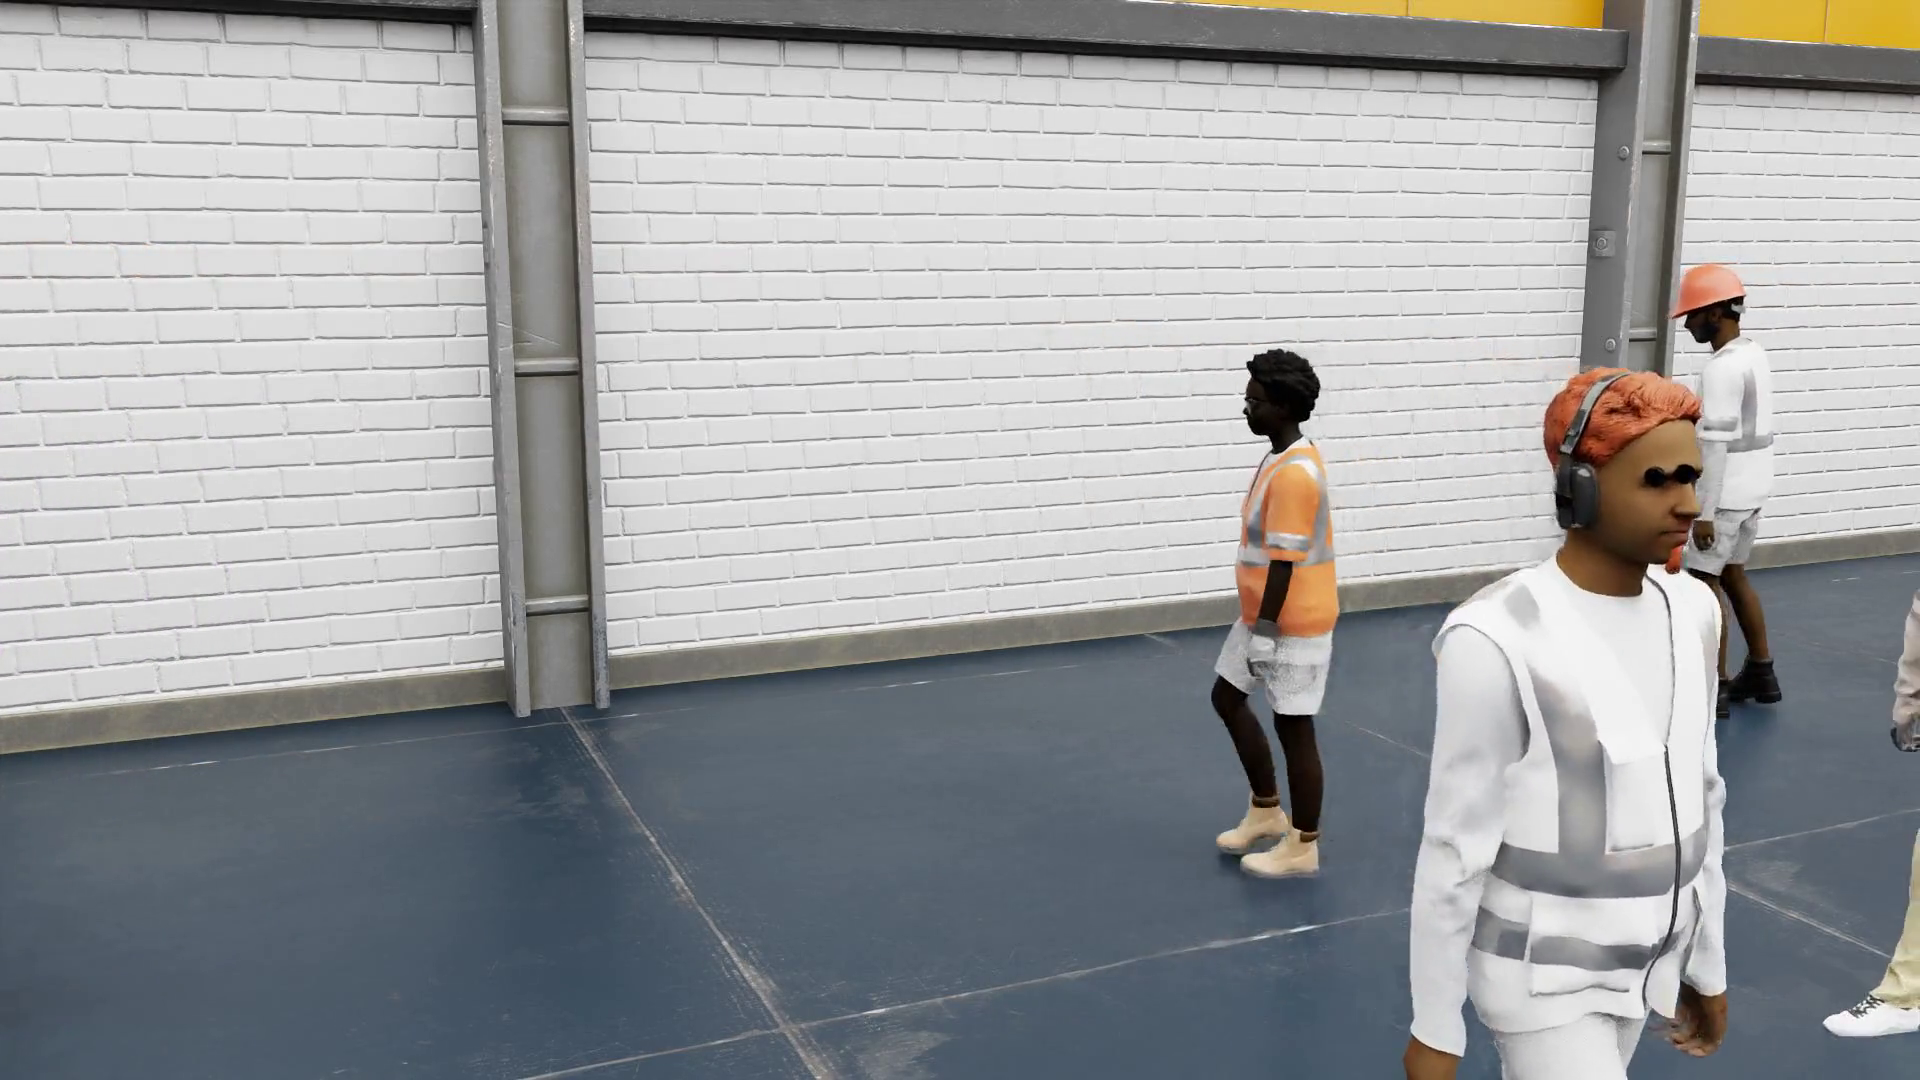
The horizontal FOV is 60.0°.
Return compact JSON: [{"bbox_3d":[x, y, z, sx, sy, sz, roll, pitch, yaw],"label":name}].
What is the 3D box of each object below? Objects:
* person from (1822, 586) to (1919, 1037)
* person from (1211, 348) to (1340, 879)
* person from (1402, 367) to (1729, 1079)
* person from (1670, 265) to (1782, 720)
[{"bbox_3d":[2.615,0.470,4.205,0.745,1.606,0.510,-1,10,-4],"label":"person"},{"bbox_3d":[0.953,0.244,5.215,0.452,1.680,0.556,1,10,6],"label":"person"},{"bbox_3d":[0.910,0.646,2.592,0.586,1.848,0.956,-7,12,-34],"label":"person"},{"bbox_3d":[3.240,-0.192,7.017,0.539,1.909,0.654,8,13,37],"label":"person"}]
